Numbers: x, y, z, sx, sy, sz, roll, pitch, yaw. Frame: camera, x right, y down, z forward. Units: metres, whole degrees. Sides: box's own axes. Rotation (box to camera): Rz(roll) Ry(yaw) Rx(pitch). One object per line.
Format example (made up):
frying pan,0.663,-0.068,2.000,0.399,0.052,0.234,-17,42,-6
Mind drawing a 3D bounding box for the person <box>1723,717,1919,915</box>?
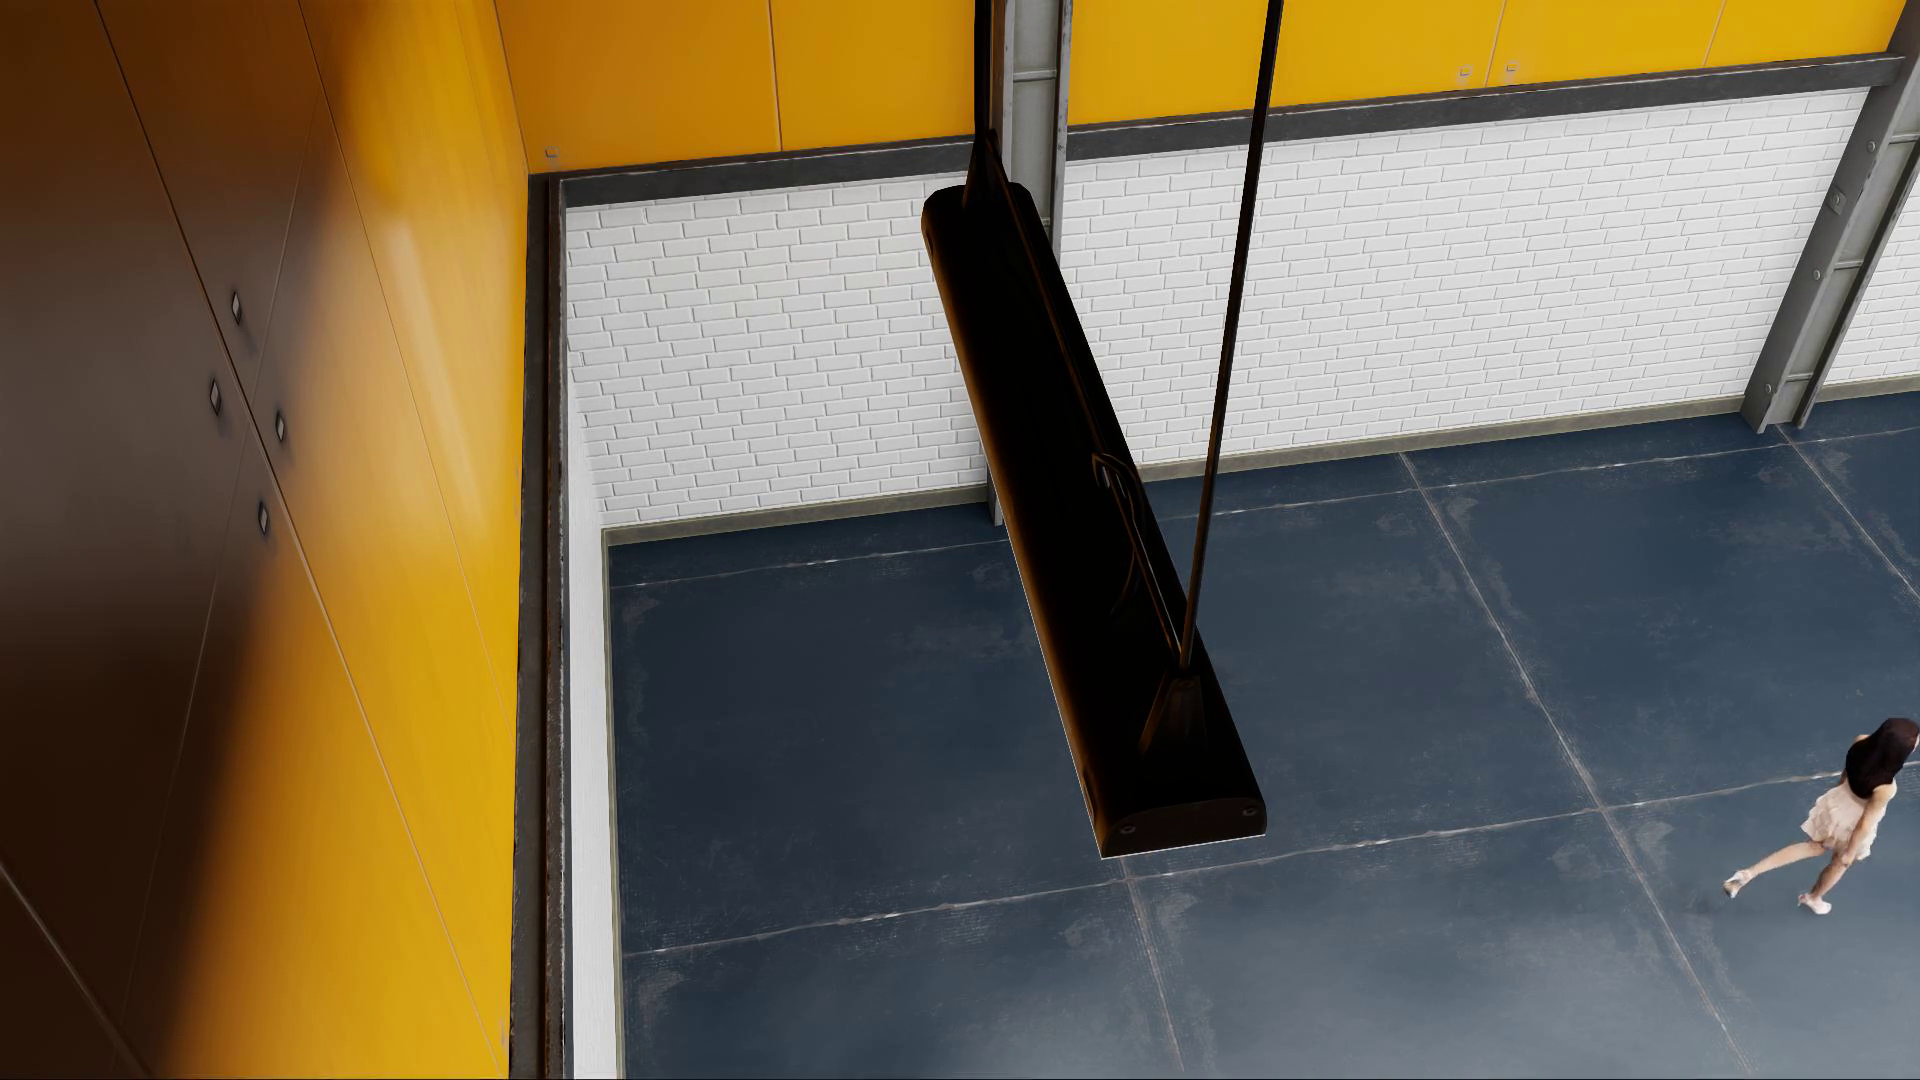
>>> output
person,4.750,1.541,9.118,0.974,1.714,0.691,1,44,1
